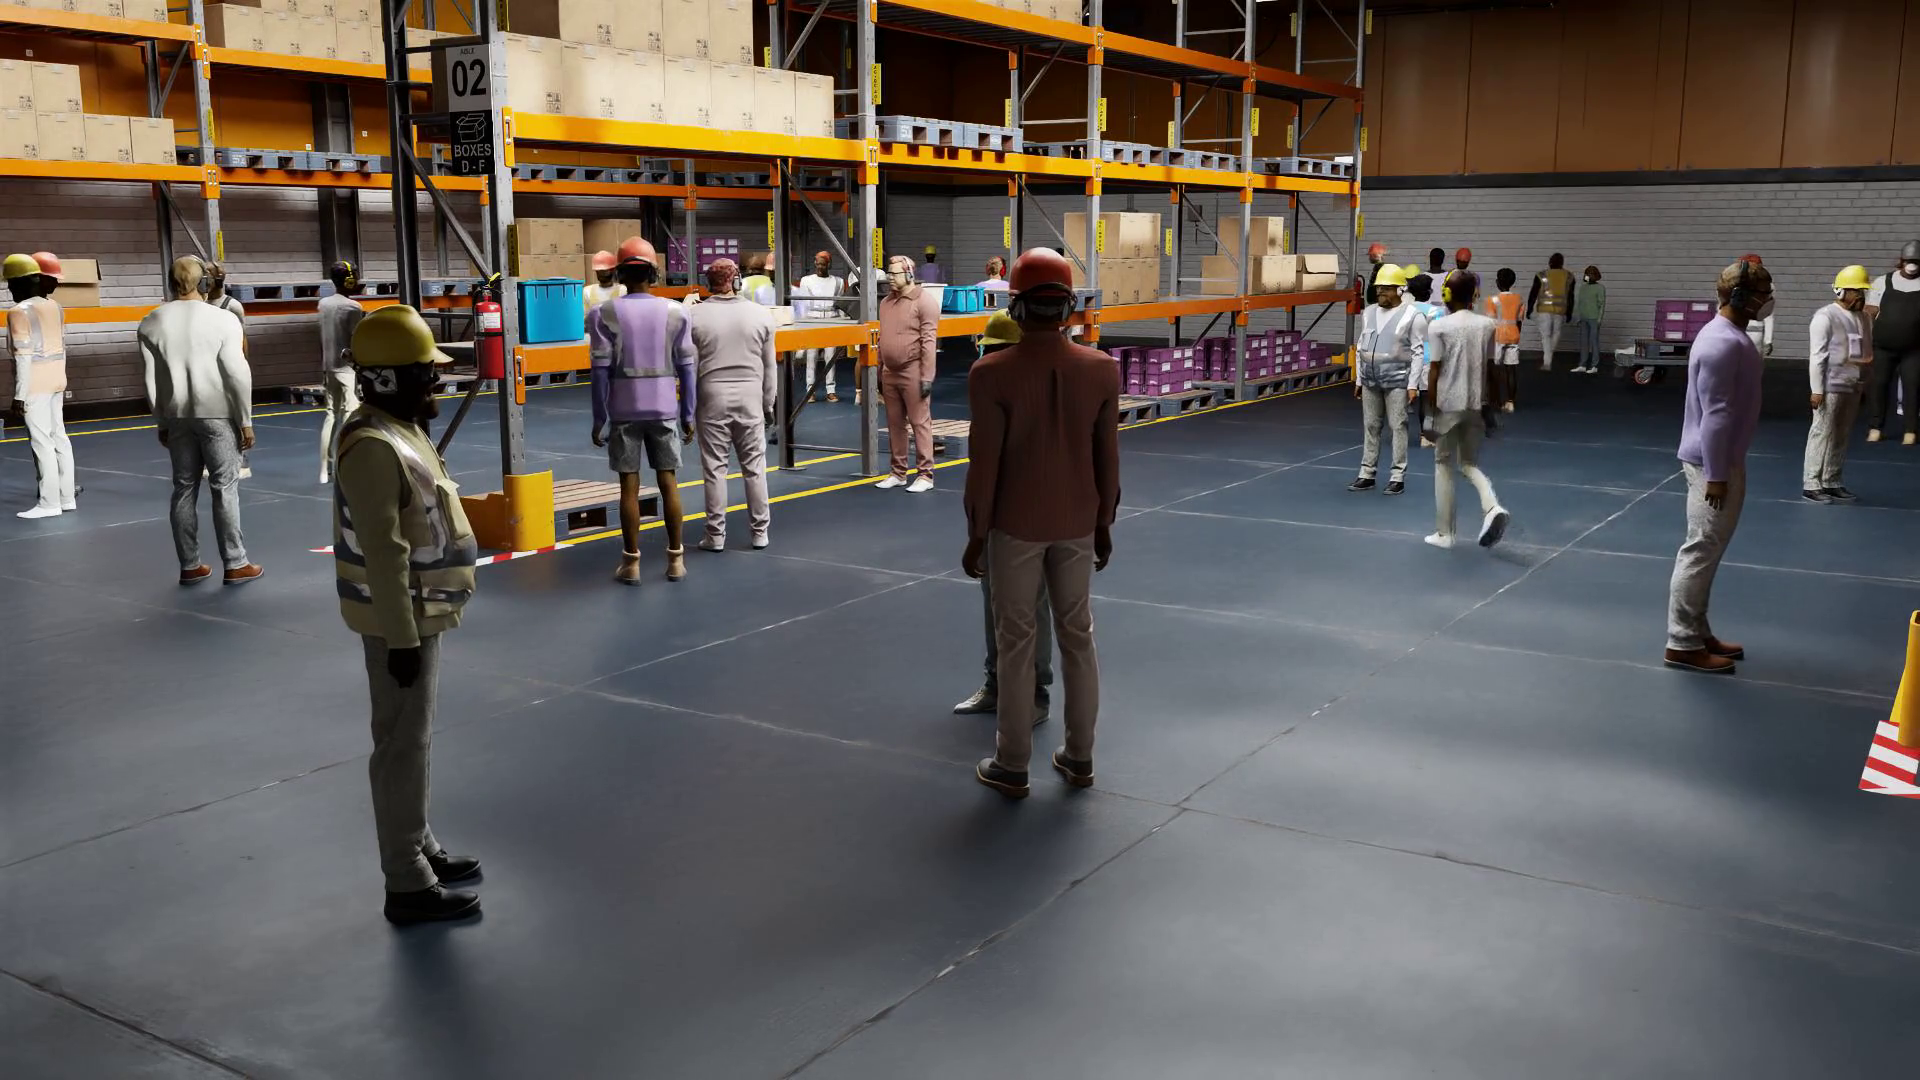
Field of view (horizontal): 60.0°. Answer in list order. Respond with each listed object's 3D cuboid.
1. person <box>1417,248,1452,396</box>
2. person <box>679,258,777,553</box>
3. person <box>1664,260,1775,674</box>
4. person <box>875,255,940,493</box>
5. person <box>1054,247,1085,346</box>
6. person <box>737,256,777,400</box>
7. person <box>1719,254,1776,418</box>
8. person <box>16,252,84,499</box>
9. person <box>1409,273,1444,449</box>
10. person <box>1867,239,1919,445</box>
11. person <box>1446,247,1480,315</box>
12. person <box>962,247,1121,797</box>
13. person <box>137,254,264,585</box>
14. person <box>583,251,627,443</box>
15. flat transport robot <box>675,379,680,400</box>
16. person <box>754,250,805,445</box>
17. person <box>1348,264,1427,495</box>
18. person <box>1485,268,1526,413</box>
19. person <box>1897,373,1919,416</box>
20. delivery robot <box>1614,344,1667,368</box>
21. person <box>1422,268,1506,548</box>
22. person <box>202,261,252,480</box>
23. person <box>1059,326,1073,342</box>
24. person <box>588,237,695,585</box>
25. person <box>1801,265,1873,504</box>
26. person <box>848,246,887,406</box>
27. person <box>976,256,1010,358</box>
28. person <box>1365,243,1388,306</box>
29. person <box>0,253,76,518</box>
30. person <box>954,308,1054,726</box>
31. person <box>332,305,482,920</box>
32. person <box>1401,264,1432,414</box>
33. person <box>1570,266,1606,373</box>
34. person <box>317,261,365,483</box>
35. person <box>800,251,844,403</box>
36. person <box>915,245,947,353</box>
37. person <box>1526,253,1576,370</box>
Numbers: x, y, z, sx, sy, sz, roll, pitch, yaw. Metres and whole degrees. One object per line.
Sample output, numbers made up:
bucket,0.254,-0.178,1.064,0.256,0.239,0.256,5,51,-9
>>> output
person,6.144,-2.810,21.533,0.591,1.922,0.391,0,10,3
person,-1.510,-0.868,10.829,0.641,1.904,0.401,-3,11,-18
person,3.578,-0.343,7.842,0.354,1.932,0.631,6,12,29
person,-0.454,-1.337,13.442,0.645,1.900,0.404,9,14,42
person,1.649,-3.413,24.895,0.910,1.928,0.605,-3,11,-17
person,-2.441,-2.514,20.172,0.645,1.832,0.431,-5,12,-27
person,8.833,-2.259,18.642,0.614,1.856,0.801,8,13,38
person,-7.165,-1.288,13.081,0.373,1.928,0.543,-3,11,-17
person,4.453,-1.740,16.214,0.537,1.699,0.321,8,13,37
person,9.377,-1.971,16.551,0.700,2.000,0.537,7,12,35
person,7.193,-3.251,23.975,0.565,1.918,0.402,3,11,15
person,0.292,-0.060,6.086,0.622,1.993,0.384,-5,11,-24
person,-4.447,-0.694,9.761,0.631,1.940,0.372,1,10,4
person,-3.549,-1.894,16.491,0.557,1.905,0.860,2,10,9
flat transport robot,-3.504,-1.972,21.460,0.652,0.197,1.431,6,12,31
person,-1.801,-1.907,16.517,0.581,1.924,0.445,4,11,19
person,3.399,-1.276,13.272,0.403,1.834,0.589,-10,14,-43
person,6.347,-2.326,19.466,0.535,1.700,0.318,-4,11,-20
person,11.086,-2.371,19.139,0.642,1.909,0.410,-7,12,-35
delivery robot,9.971,-2.687,24.370,0.707,0.478,0.477,4,11,19
person,3.296,-0.832,10.799,0.533,1.848,0.588,-3,11,-18
person,-6.251,-1.424,14.063,0.507,1.847,0.351,4,11,21
person,1.296,-2.746,22.078,0.524,1.593,0.855,10,14,43
person,-1.878,-0.756,9.820,0.615,2.038,0.395,-4,11,-21
person,6.786,-1.192,12.814,0.600,1.829,0.404,-5,11,-27
person,-1.084,-2.662,20.380,0.615,2.039,0.386,9,14,41
person,0.394,-2.304,18.971,0.564,1.837,0.386,6,12,31
person,6.530,-3.627,25.908,0.519,1.976,0.637,1,10,5
person,-6.746,-1.119,12.152,0.368,1.926,0.587,0,10,-1
person,0.203,-0.088,6.945,0.294,1.744,0.487,-8,13,-39
person,-1.655,0.216,5.012,0.404,1.833,0.590,-2,11,-13
person,5.281,-2.377,19.604,0.534,1.745,0.583,-1,10,-8
person,9.620,-3.364,25.399,0.282,1.633,0.501,-4,11,-23
person,-5.126,-1.383,13.833,0.526,1.856,0.373,6,12,28
person,-1.716,-2.653,20.761,0.572,1.886,0.355,-3,11,-14
person,-0.517,-4.293,29.730,0.587,1.929,0.361,0,10,1
person,9.227,-3.565,26.008,0.667,1.815,0.616,0,10,2
